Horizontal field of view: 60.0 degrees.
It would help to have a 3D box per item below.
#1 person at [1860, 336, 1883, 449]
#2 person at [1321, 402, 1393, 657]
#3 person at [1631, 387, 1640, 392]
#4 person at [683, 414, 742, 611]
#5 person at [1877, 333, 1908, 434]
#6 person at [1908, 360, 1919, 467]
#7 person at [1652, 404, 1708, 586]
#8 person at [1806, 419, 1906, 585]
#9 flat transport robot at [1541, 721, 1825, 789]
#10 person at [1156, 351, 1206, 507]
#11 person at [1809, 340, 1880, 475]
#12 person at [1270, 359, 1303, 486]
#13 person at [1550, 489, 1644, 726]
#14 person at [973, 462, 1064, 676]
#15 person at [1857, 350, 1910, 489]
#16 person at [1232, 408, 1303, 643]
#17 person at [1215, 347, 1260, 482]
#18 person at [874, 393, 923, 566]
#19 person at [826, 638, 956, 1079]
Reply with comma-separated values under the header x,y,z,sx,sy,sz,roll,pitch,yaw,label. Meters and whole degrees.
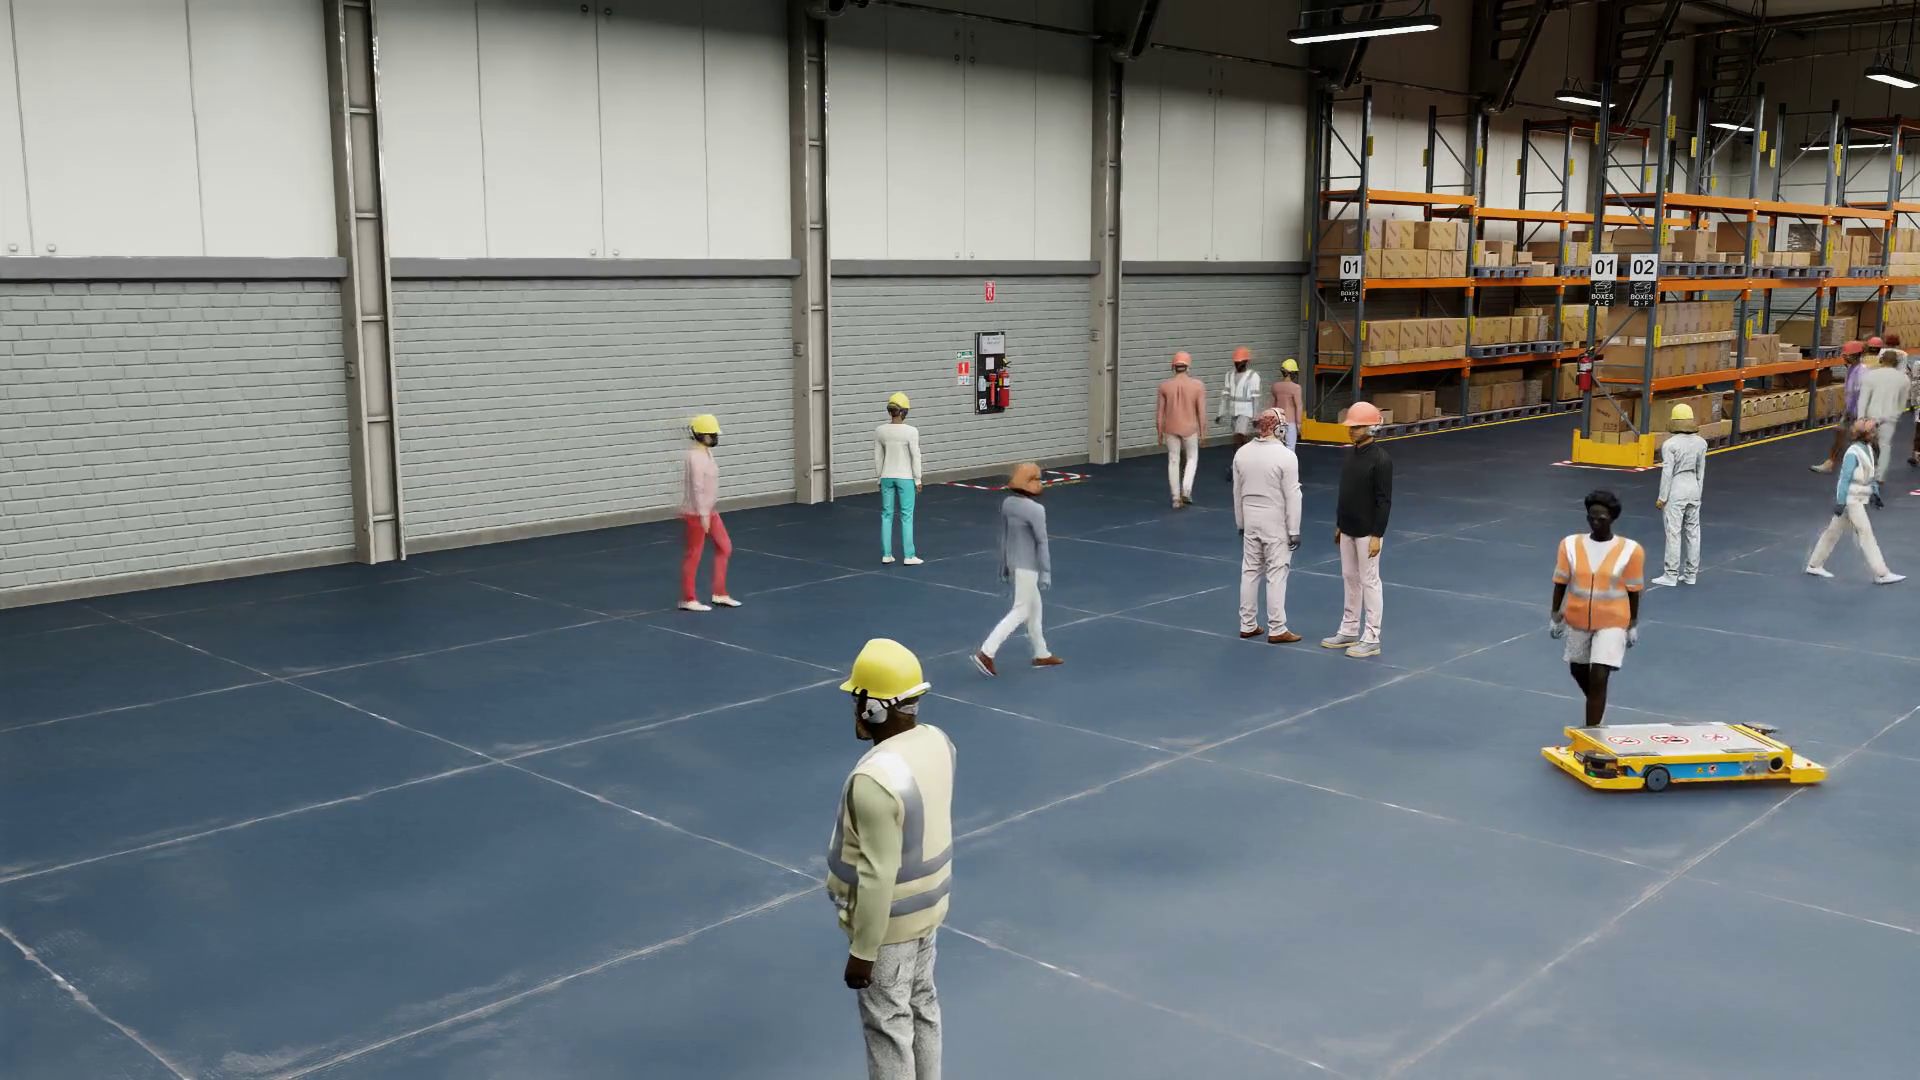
x,y,z,sx,sy,sz,roll,pitch,yaw,label
14.887,-2.366,27.190,0.552,1.917,0.749,5,10,27,person
3.132,-0.089,13.040,0.383,1.993,0.612,-3,10,-20,person
13.328,-3.253,32.558,0.411,1.925,0.545,-7,12,-37,person
-2.177,-0.228,14.617,0.640,1.743,0.557,1,9,7,person
16.676,-2.794,29.918,0.592,1.868,0.695,7,12,36,person
14.742,-2.090,25.241,0.634,1.985,1.032,8,12,42,person
6.867,-0.427,15.885,0.483,1.737,0.311,-3,10,-17,person
8.660,-0.374,16.035,0.905,1.584,0.511,7,12,38,person
4.309,1.278,9.946,1.431,0.197,0.652,-1,9,-7,flat transport robot
2.796,-1.399,21.043,0.642,1.982,0.435,2,10,13,person
13.089,-1.916,24.257,1.084,1.989,0.630,1,9,4,person
4.531,-1.621,23.070,0.331,1.767,0.527,-8,12,-40,person
4.016,0.494,10.475,0.537,1.667,0.797,7,12,36,person
0.443,0.211,12.408,0.794,1.599,0.510,-5,11,-29,person
12.752,-1.683,23.078,0.645,1.889,0.997,2,10,14,person
2.517,-0.119,13.486,0.409,1.907,0.649,-8,12,-40,person
3.907,-1.782,23.627,0.845,1.899,0.567,-7,12,-36,person
-0.622,-0.616,16.958,0.523,1.765,0.322,5,10,26,person
-0.234,1.227,5.506,0.404,1.830,0.601,3,10,20,person
